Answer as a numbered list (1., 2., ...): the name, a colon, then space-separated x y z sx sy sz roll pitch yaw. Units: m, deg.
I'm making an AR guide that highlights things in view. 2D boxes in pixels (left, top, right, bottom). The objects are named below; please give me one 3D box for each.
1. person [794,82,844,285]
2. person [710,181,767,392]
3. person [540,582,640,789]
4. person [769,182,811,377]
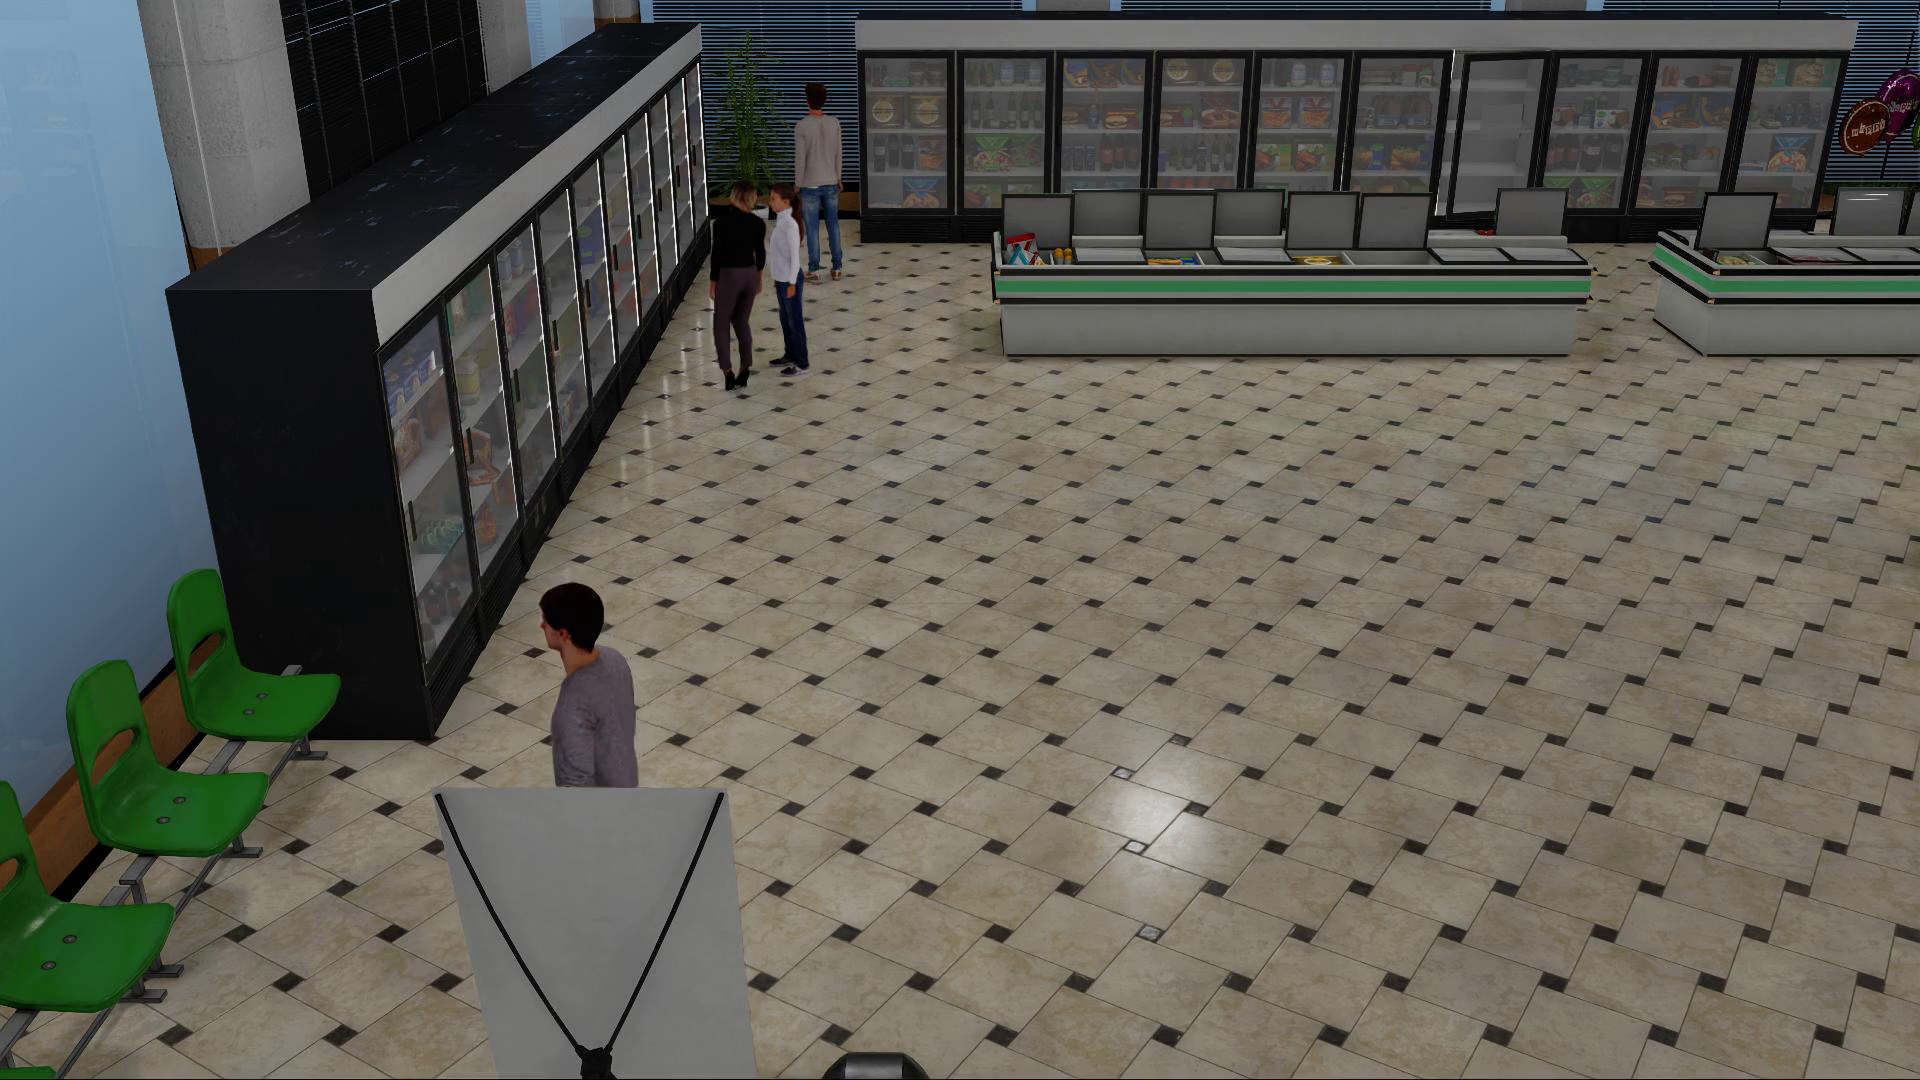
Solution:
1. person: -1.355 -3.442 16.054 0.686 1.905 0.812 -12 26 -25
2. person: -1.684 -1.948 12.966 0.770 1.643 0.679 21 31 40
3. person: -1.222 1.010 5.975 0.702 1.828 0.723 3 24 8
4. person: -1.385 -2.122 13.472 0.624 1.558 0.608 -11 26 -23
